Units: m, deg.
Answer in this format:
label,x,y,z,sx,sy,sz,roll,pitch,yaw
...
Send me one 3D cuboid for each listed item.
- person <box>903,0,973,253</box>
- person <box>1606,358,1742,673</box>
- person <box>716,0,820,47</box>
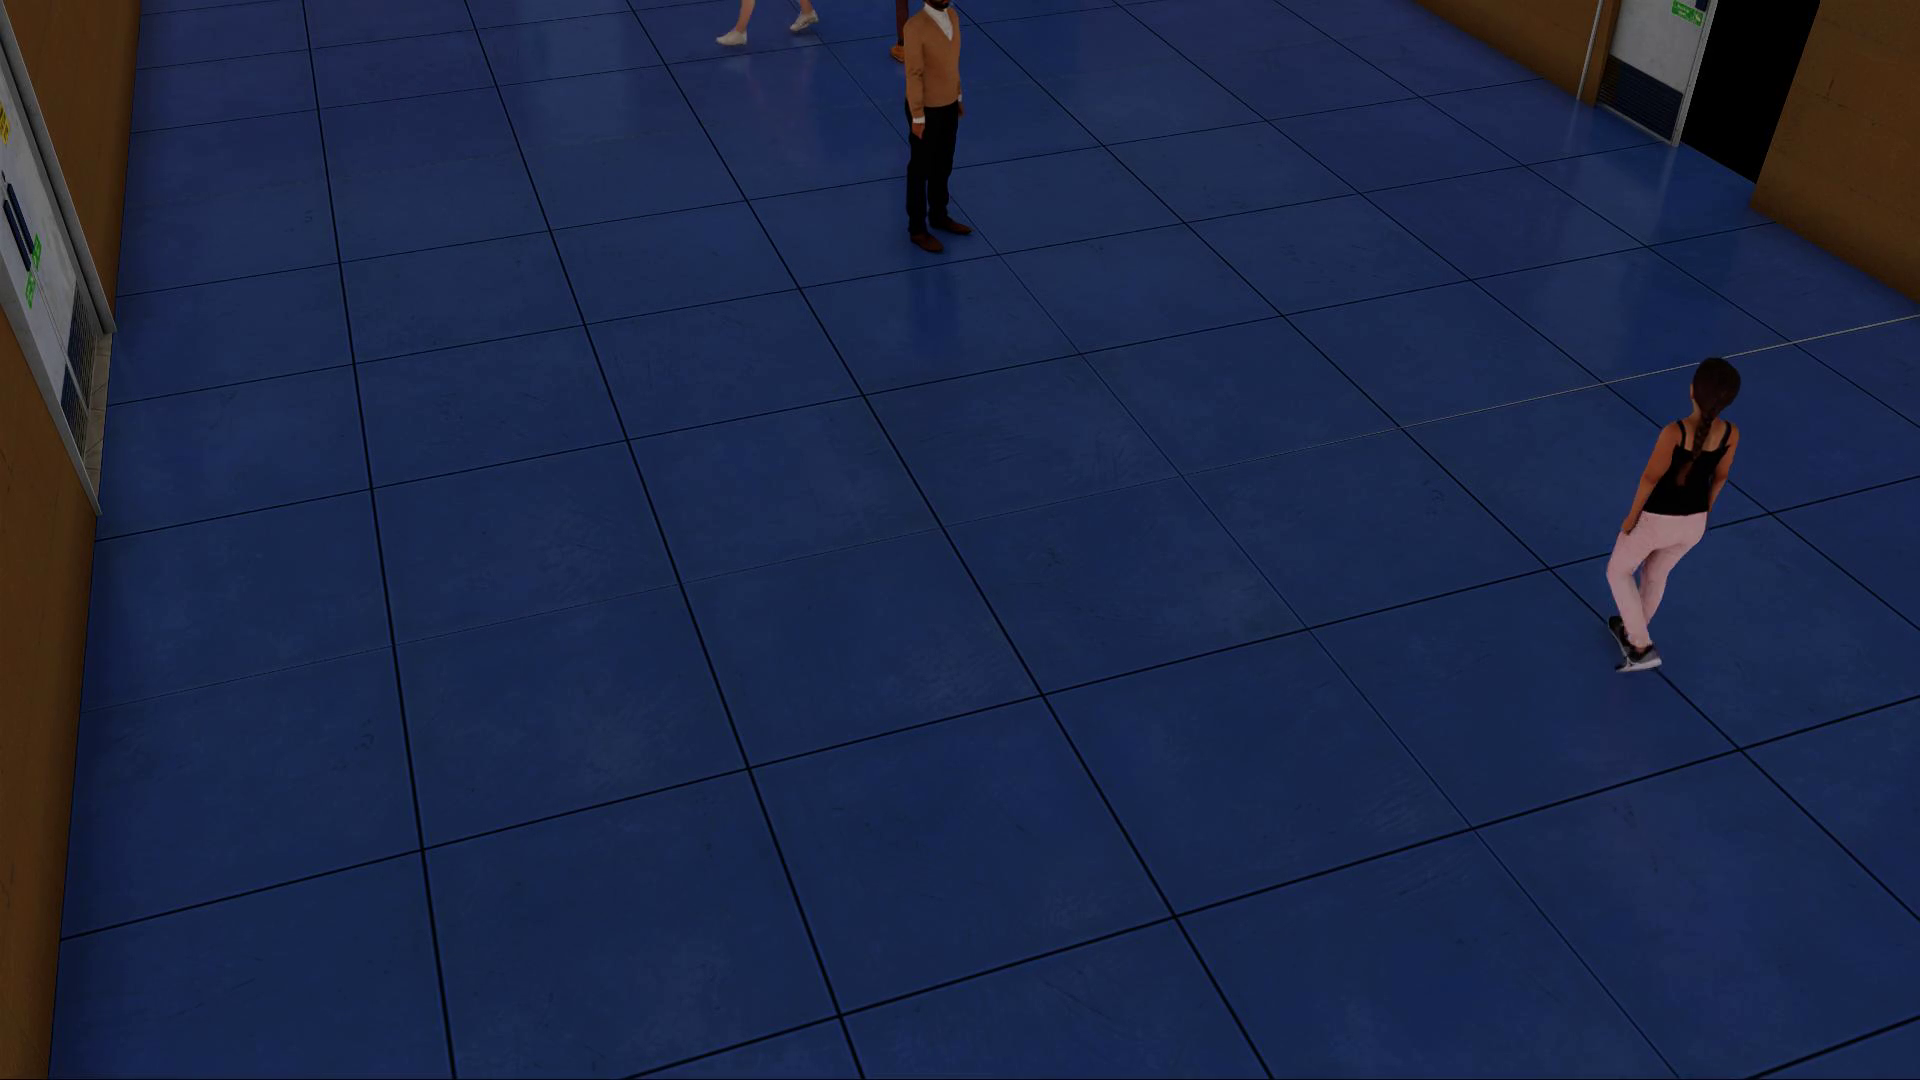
label,x,y,z,sx,sy,sz,roll,pitch,yaw
person,-0.167,-2.705,10.407,0.817,1.754,0.726,22,42,27
person,3.012,-0.043,7.031,0.765,1.548,0.704,-3,37,-4
person,-1.489,-4.842,13.289,1.152,1.713,0.625,-15,39,-19
